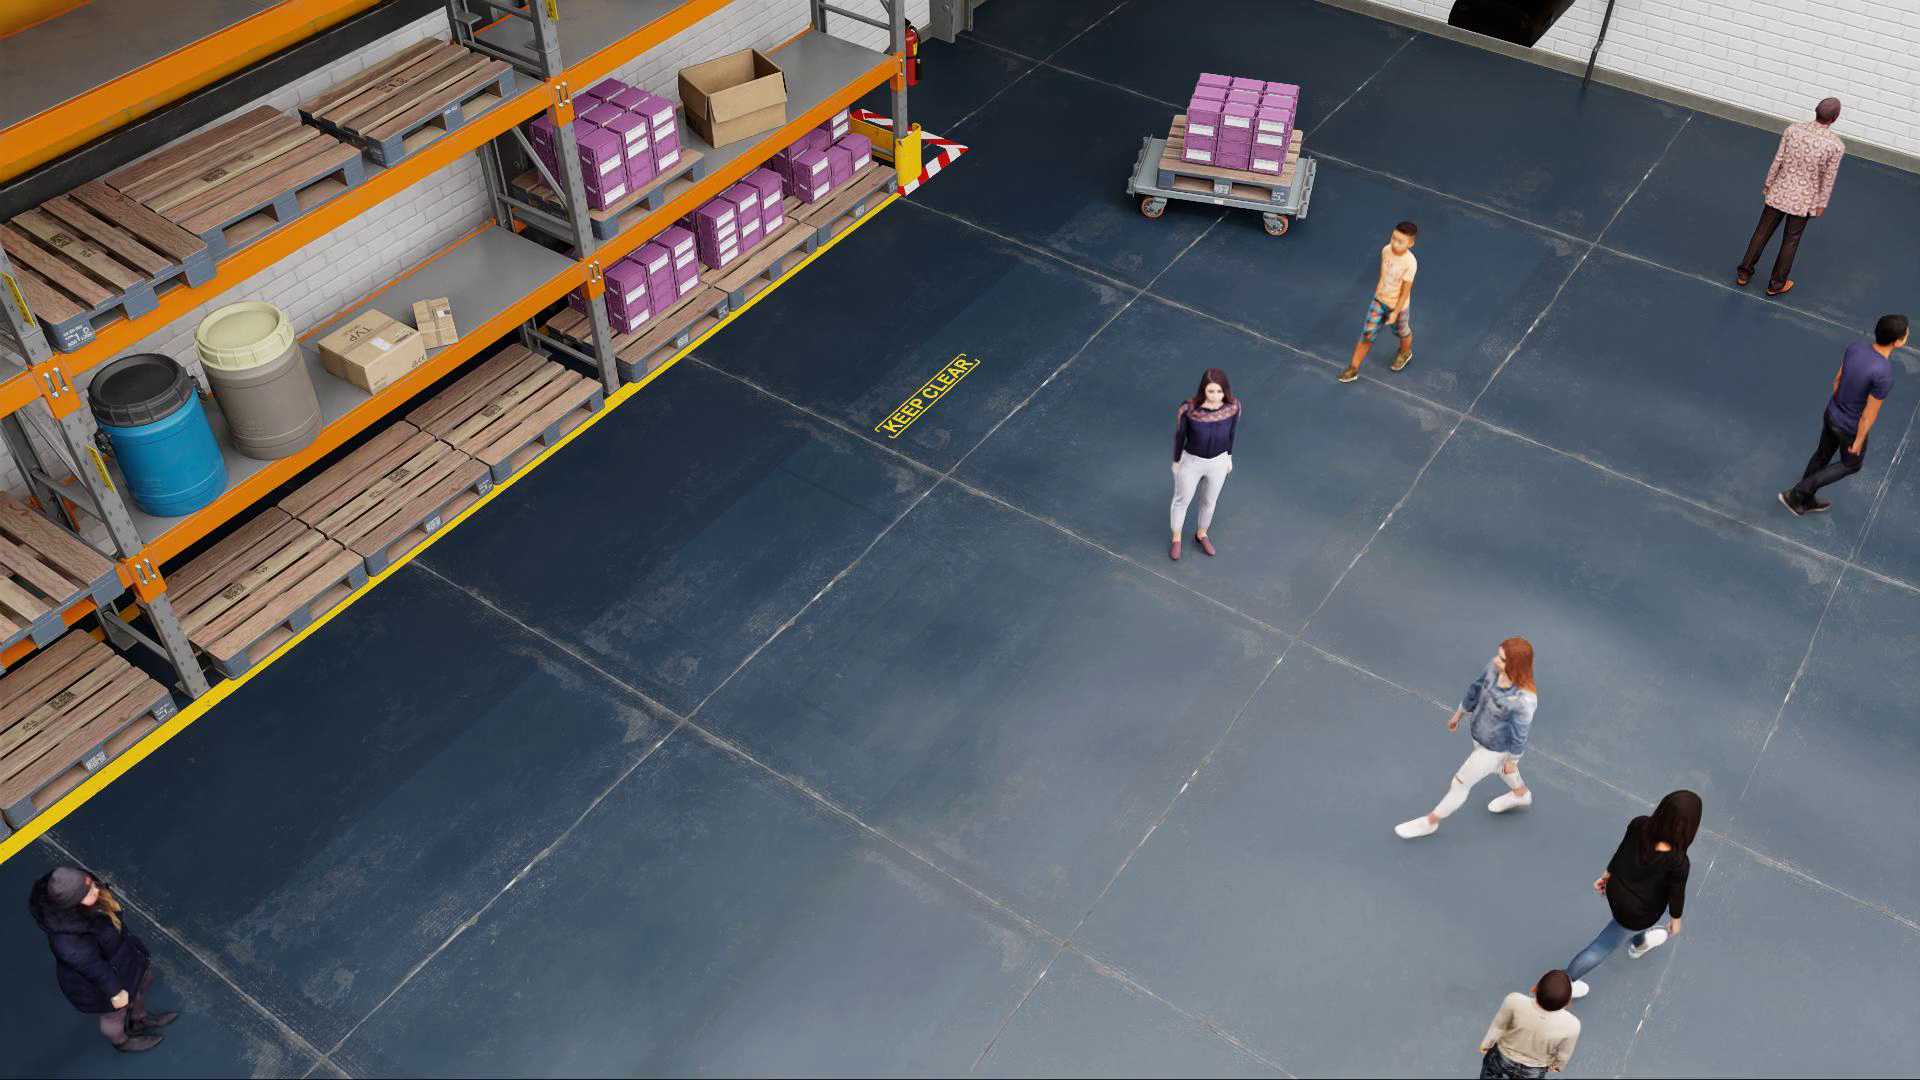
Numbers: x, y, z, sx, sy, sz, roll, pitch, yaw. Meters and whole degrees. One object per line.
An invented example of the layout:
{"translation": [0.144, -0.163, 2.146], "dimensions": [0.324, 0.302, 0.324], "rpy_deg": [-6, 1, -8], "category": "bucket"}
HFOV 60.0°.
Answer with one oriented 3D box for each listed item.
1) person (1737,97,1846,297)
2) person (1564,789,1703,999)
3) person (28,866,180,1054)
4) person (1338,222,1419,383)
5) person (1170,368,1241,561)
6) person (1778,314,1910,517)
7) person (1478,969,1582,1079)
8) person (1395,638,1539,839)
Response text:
{"translation": [7.056, -2.912, 14.074], "dimensions": [0.726, 1.808, 0.639], "rpy_deg": [34, 53, 31], "category": "person"}
{"translation": [3.622, 1.988, 9.087], "dimensions": [1.171, 1.594, 0.988], "rpy_deg": [-14, 45, -14], "category": "person"}
{"translation": [-4.604, 2.254, 8.762], "dimensions": [0.850, 1.657, 0.806], "rpy_deg": [-14, 45, -14], "category": "person"}
{"translation": [3.510, -1.921, 13.313], "dimensions": [1.055, 1.424, 0.684], "rpy_deg": [-31, 52, -28], "category": "person"}
{"translation": [1.713, -0.534, 11.724], "dimensions": [0.681, 1.607, 0.736], "rpy_deg": [-6, 44, -6], "category": "person"}
{"translation": [6.285, -0.850, 11.928], "dimensions": [0.912, 1.784, 0.852], "rpy_deg": [-7, 44, -7], "category": "person"}
{"translation": [2.835, 2.681, 8.458], "dimensions": [0.608, 1.457, 0.619], "rpy_deg": [19, 47, 19], "category": "person"}
{"translation": [3.251, 1.171, 9.897], "dimensions": [1.176, 1.659, 1.126], "rpy_deg": [-7, 44, -7], "category": "person"}
